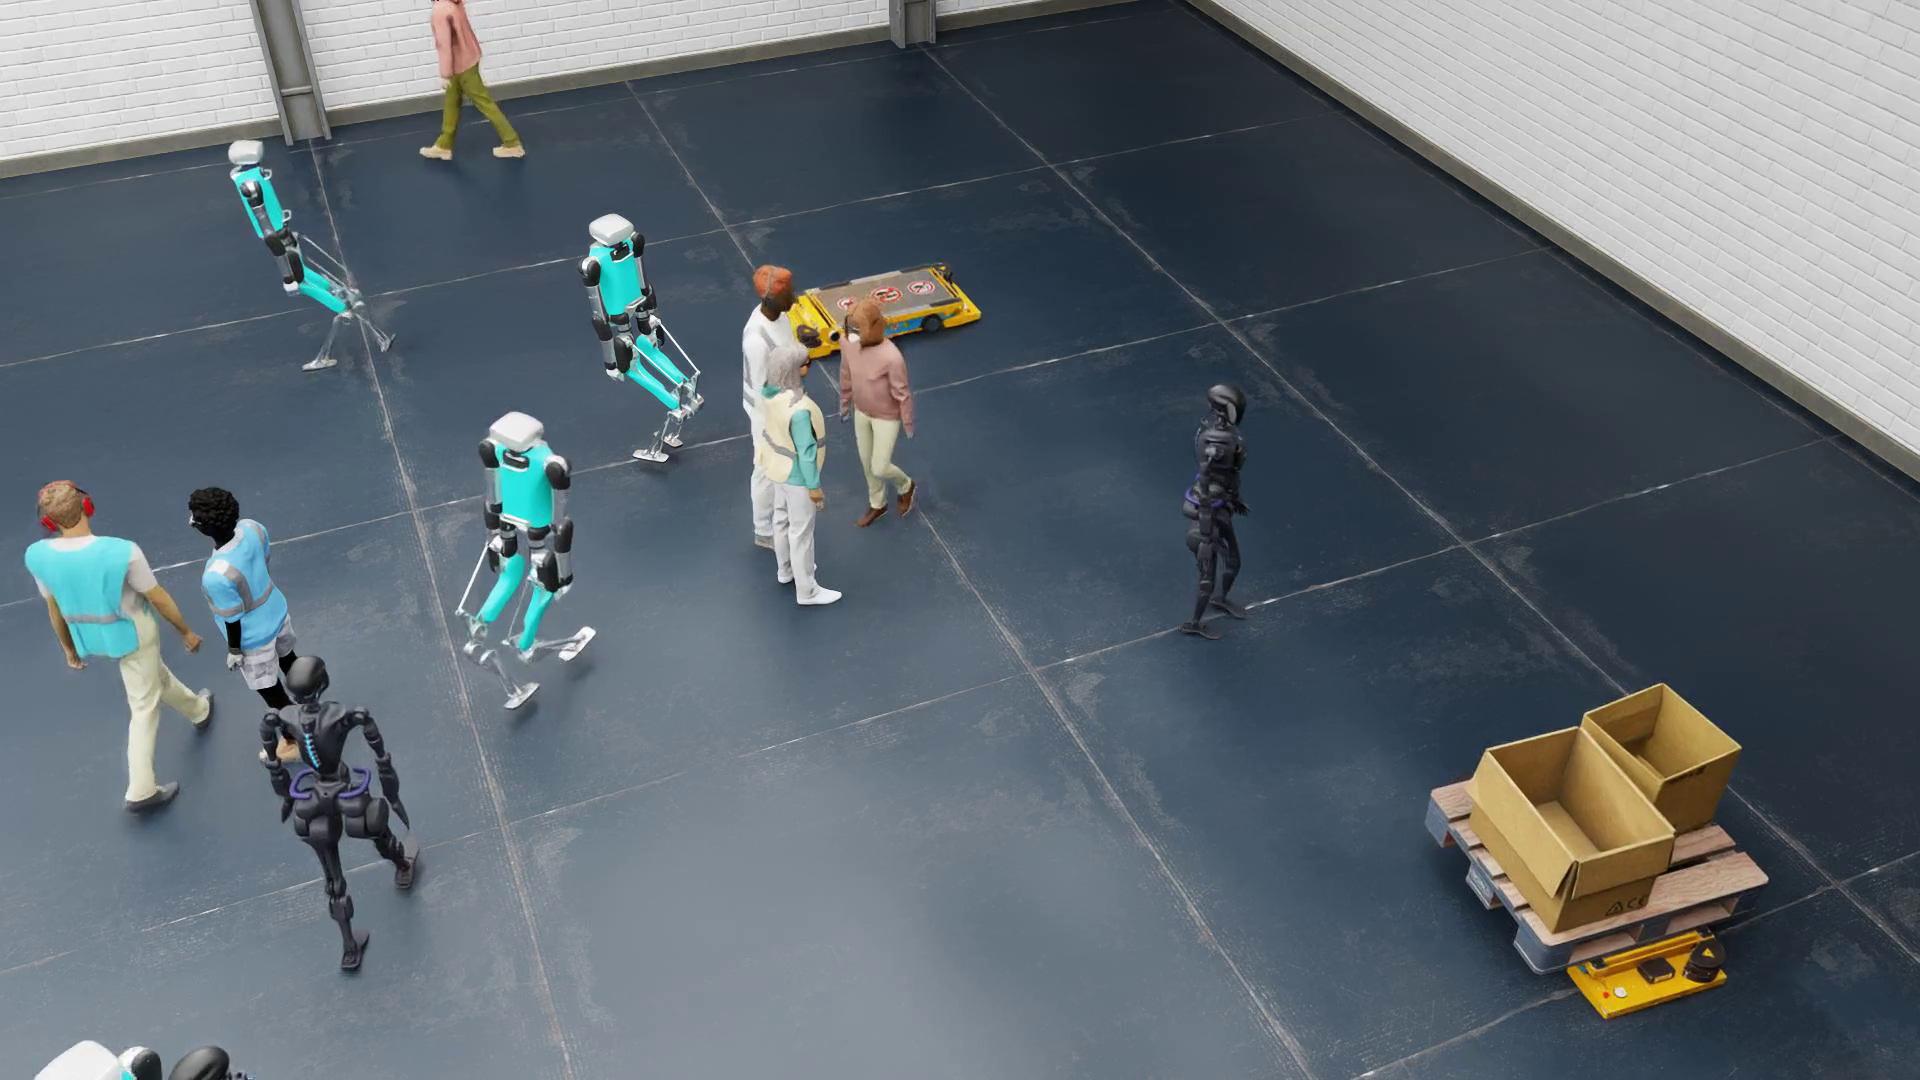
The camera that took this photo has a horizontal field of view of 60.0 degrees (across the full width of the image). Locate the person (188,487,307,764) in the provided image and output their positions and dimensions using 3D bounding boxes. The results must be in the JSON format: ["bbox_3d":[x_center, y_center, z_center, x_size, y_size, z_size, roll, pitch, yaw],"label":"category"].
[{"bbox_3d":[-3.623,0.438,8.530,0.320,1.697,0.532,1,38,2],"label":"person"}]

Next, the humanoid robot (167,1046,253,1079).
[{"bbox_3d":[-2.494,2.350,6.063,0.599,1.647,0.376,17,41,20],"label":"humanoid robot"}]

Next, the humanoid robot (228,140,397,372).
[{"bbox_3d":[-4.457,-1.968,11.682,0.912,1.825,0.552,-13,39,-16],"label":"humanoid robot"}]

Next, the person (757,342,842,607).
[{"bbox_3d":[-0.965,-0.378,9.582,0.371,1.709,0.467,-17,41,-21],"label":"person"}]

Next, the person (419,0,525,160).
[{"bbox_3d":[-4.338,-4.136,14.418,0.905,1.788,0.531,-6,38,-8],"label":"person"}]

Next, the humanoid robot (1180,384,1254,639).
[{"bbox_3d":[1.471,-0.139,9.297,0.403,1.647,0.602,16,40,20],"label":"humanoid robot"}]

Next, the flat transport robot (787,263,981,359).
[{"bbox_3d":[-0.624,-1.732,12.528,1.431,0.231,0.659,-15,40,-19],"label":"flat transport robot"}]

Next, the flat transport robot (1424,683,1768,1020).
[{"bbox_3d":[3.010,1.652,8.123,0.659,0.231,1.431,-11,39,-14],"label":"flat transport robot"}]

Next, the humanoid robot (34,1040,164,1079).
[{"bbox_3d":[-2.623,2.530,5.800,0.938,1.769,0.553,21,42,25],"label":"humanoid robot"}]

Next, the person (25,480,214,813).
[{"bbox_3d":[-4.224,0.485,8.402,0.634,1.780,0.966,5,38,6],"label":"person"}]

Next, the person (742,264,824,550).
[{"bbox_3d":[-1.101,-0.802,10.004,0.380,1.878,0.581,5,38,7],"label":"person"}]

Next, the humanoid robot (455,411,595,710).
[{"bbox_3d":[-2.348,0.198,8.790,0.552,1.727,0.958,15,40,19],"label":"humanoid robot"}]

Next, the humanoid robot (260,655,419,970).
[{"bbox_3d":[-2.851,1.178,7.619,0.588,1.629,0.764,-2,38,-3],"label":"humanoid robot"}]

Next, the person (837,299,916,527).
[{"bbox_3d":[-0.515,-0.754,10.145,0.544,1.614,0.373,26,45,30],"label":"person"}]

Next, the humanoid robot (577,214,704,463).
[{"bbox_3d":[-1.940,-1.224,10.552,0.735,1.677,0.533,20,42,24],"label":"humanoid robot"}]
